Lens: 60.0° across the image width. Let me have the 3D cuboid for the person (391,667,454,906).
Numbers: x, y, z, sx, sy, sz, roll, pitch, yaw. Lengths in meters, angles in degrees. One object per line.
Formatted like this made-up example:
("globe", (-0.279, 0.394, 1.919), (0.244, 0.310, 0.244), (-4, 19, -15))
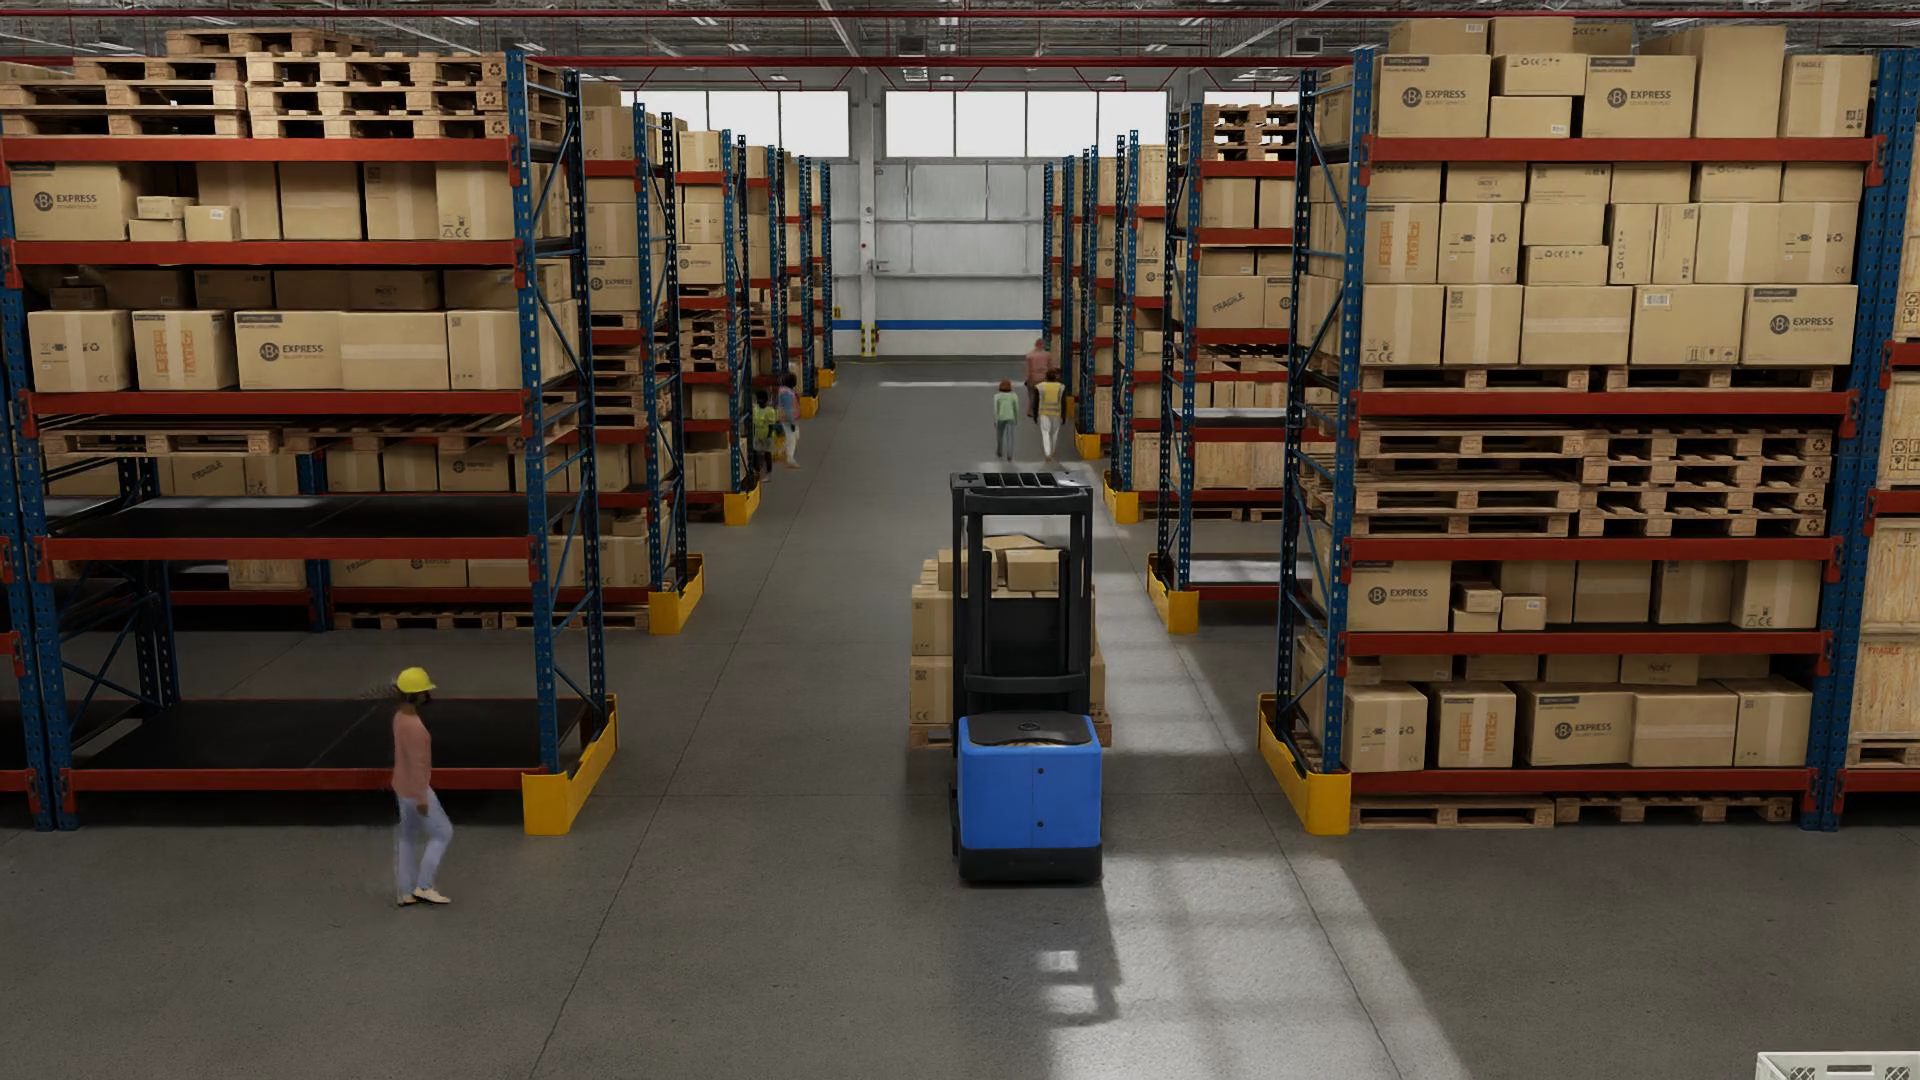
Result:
("person", (-3.808, 1.751, 11.804), (0.450, 1.751, 0.546), (-7, 13, -31))

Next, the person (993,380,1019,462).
("person", (0.900, -2.337, 32.531), (0.513, 1.582, 0.894), (-1, 11, -4))

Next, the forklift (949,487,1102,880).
("forklift", (0.495, 0.986, 12.813), (1.129, 2.768, 1.873), (0, 11, -2))

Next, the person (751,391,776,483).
("person", (-3.552, -1.837, 29.776), (0.536, 1.673, 0.502), (6, 13, 26))

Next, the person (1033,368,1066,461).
("person", (1.760, -2.459, 32.572), (0.631, 1.806, 0.917), (-1, 11, -3))

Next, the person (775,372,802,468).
("person", (-3.242, -2.262, 31.513), (0.445, 1.831, 0.636), (0, 11, 1))

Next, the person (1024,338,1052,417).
("person", (1.840, -3.776, 38.928), (0.671, 1.873, 0.722), (-3, 12, -16))
